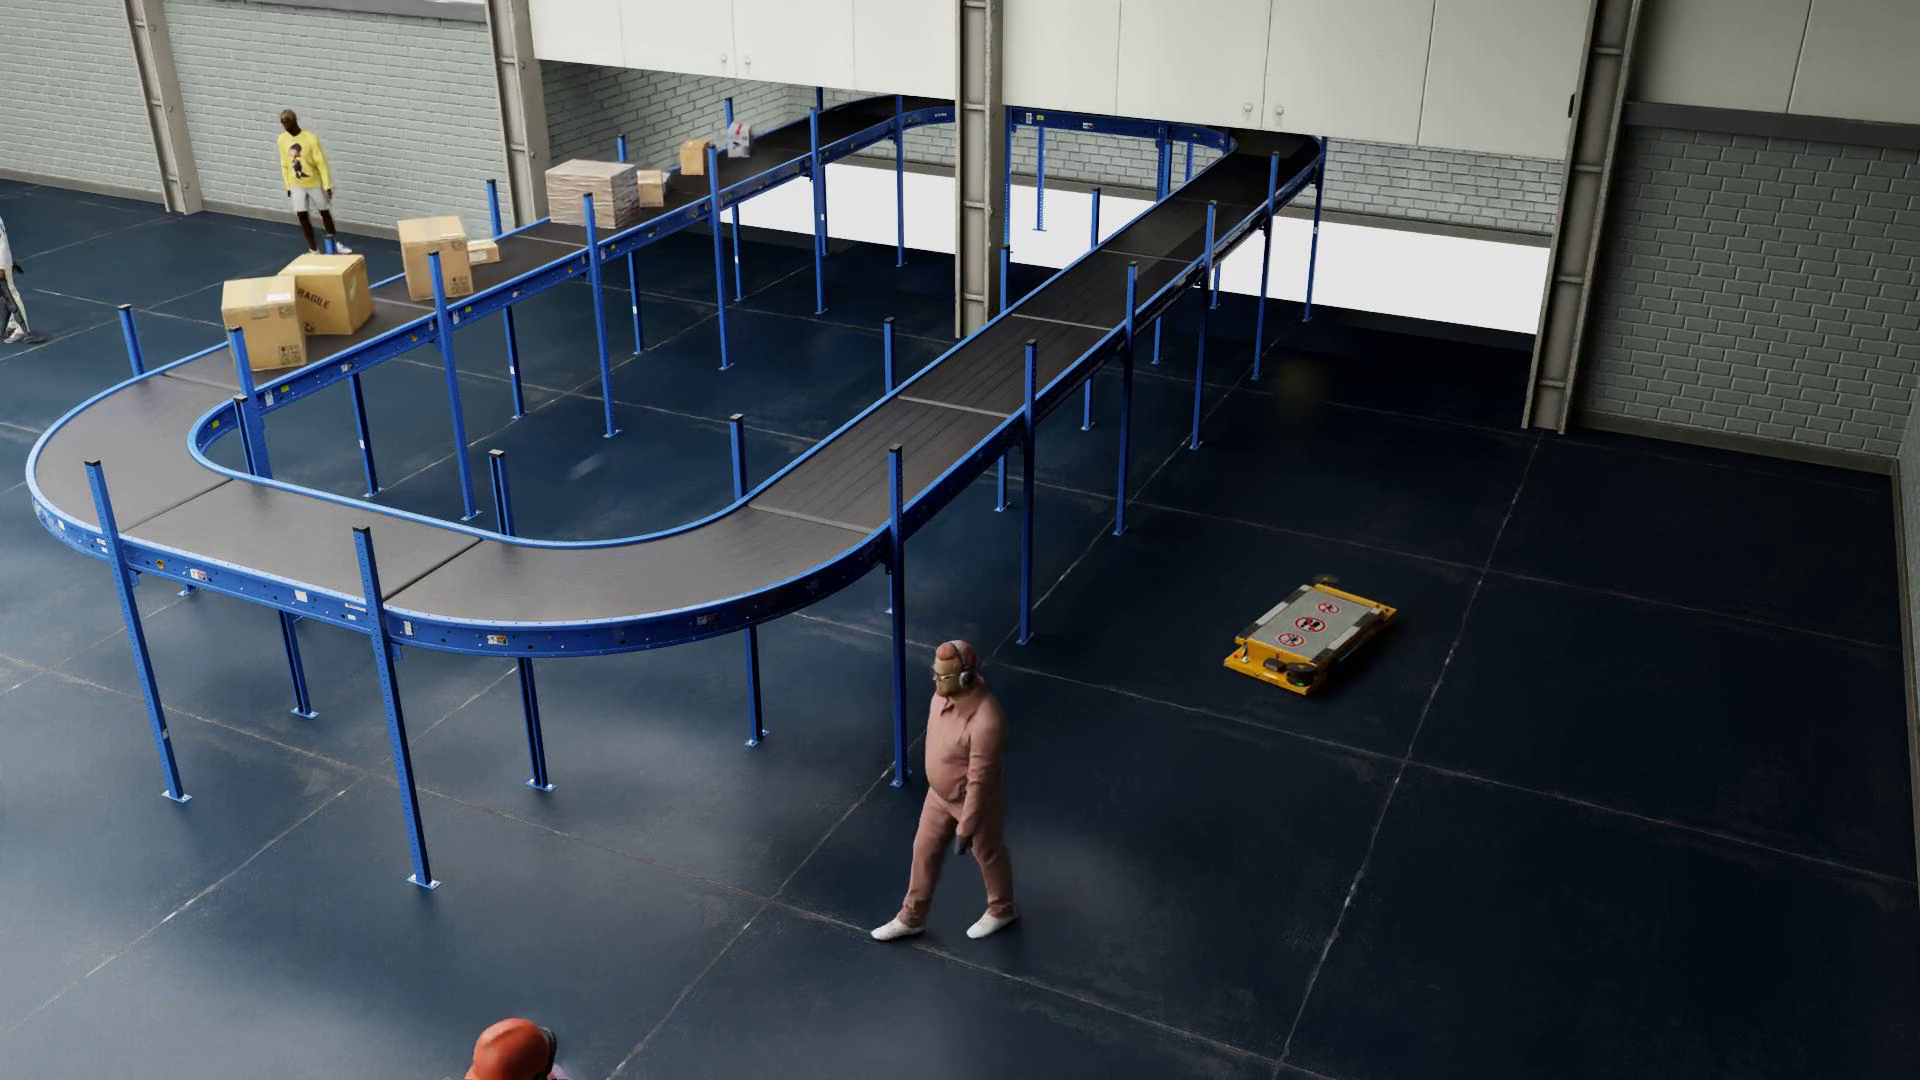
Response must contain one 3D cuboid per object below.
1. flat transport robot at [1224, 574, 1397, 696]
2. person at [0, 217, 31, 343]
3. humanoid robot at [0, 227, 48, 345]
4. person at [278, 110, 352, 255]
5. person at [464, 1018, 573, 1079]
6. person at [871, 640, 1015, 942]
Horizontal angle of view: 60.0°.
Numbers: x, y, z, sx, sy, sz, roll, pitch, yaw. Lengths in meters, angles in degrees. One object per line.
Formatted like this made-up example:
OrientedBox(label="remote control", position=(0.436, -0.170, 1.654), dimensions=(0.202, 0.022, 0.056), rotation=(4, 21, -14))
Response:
OrientedBox(label="flat transport robot", position=(2.573, 0.676, 12.114), dimensions=(0.659, 0.231, 1.431), rotation=(19, 32, 34))
OrientedBox(label="person", position=(-10.359, -2.993, 17.846), dimensions=(0.336, 1.742, 0.562), rotation=(-19, 32, -34))
OrientedBox(label="humanoid robot", position=(-10.236, -2.915, 17.801), dimensions=(0.620, 1.634, 0.622), rotation=(-2, 26, -3))
OrientedBox(label="person", position=(-8.023, -4.404, 20.560), dimensions=(0.611, 1.870, 0.526), rotation=(-2, 26, -3))
OrientedBox(label="person", position=(-1.507, 2.579, 6.371), dimensions=(1.015, 1.973, 0.607), rotation=(-14, 30, -26))
OrientedBox(label="person", position=(-0.072, 1.397, 8.853), dimensions=(0.897, 1.869, 0.655), rotation=(-15, 30, -27))
